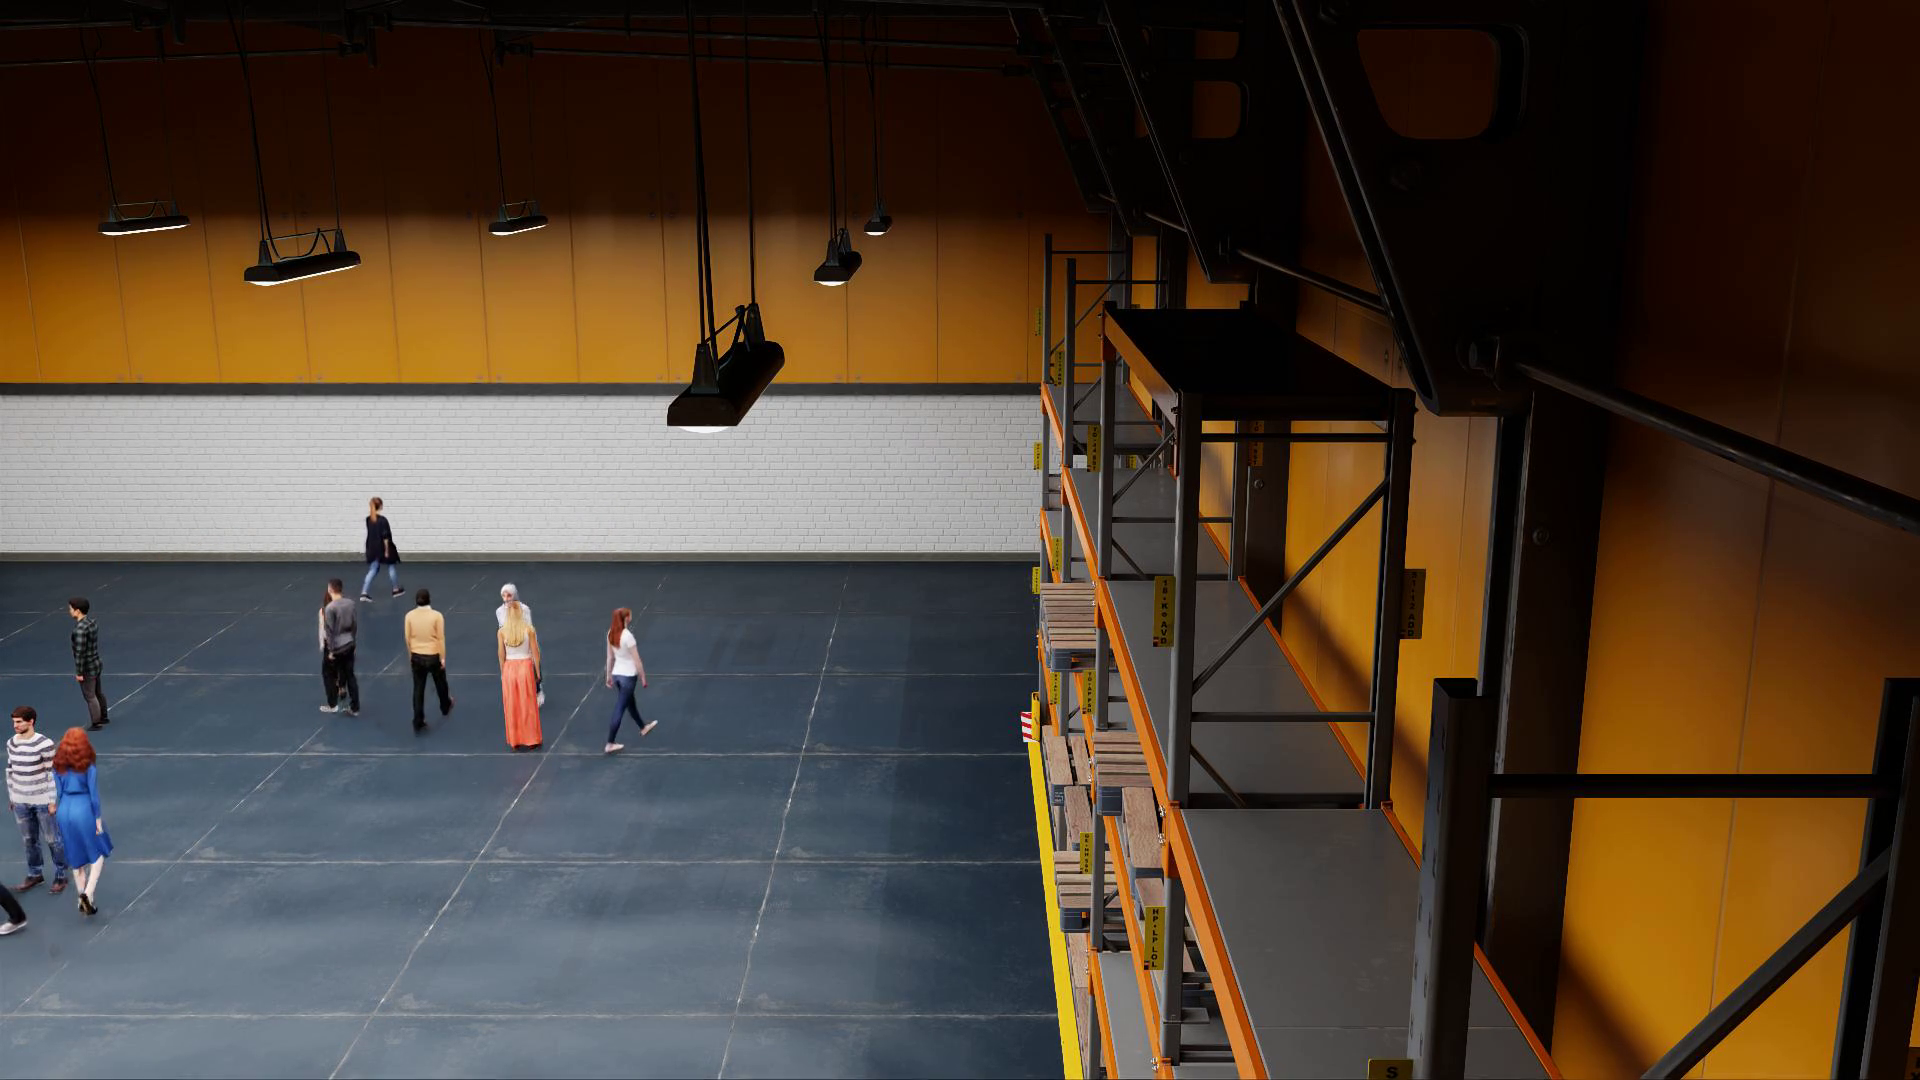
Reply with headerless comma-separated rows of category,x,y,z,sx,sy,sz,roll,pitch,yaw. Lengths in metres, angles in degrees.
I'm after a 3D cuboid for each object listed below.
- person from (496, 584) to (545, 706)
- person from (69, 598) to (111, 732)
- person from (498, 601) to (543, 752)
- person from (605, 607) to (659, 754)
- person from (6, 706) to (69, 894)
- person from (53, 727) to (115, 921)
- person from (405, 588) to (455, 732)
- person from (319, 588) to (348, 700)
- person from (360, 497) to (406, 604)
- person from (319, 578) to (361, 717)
person,-5.416,1.377,20.576,0.795,1.751,1.084,1,14,5
person,-10.648,1.520,20.313,0.736,1.708,0.525,-2,14,-8
person,-5.191,1.592,19.570,0.617,1.806,0.568,0,14,-1
person,-3.999,1.674,19.475,1.016,1.692,1.166,10,17,35
person,-8.835,2.458,15.893,0.676,1.854,0.572,2,14,8
person,-8.109,2.646,15.216,0.628,1.807,0.713,1,14,2
person,-6.516,1.486,20.219,0.668,1.707,1.158,0,14,1
person,-8.009,1.333,21.352,0.626,1.471,0.630,-4,14,-16
person,-9.034,0.192,25.694,0.929,1.645,1.216,6,15,23
person,-7.643,1.356,20.680,0.891,1.743,0.864,8,16,30
